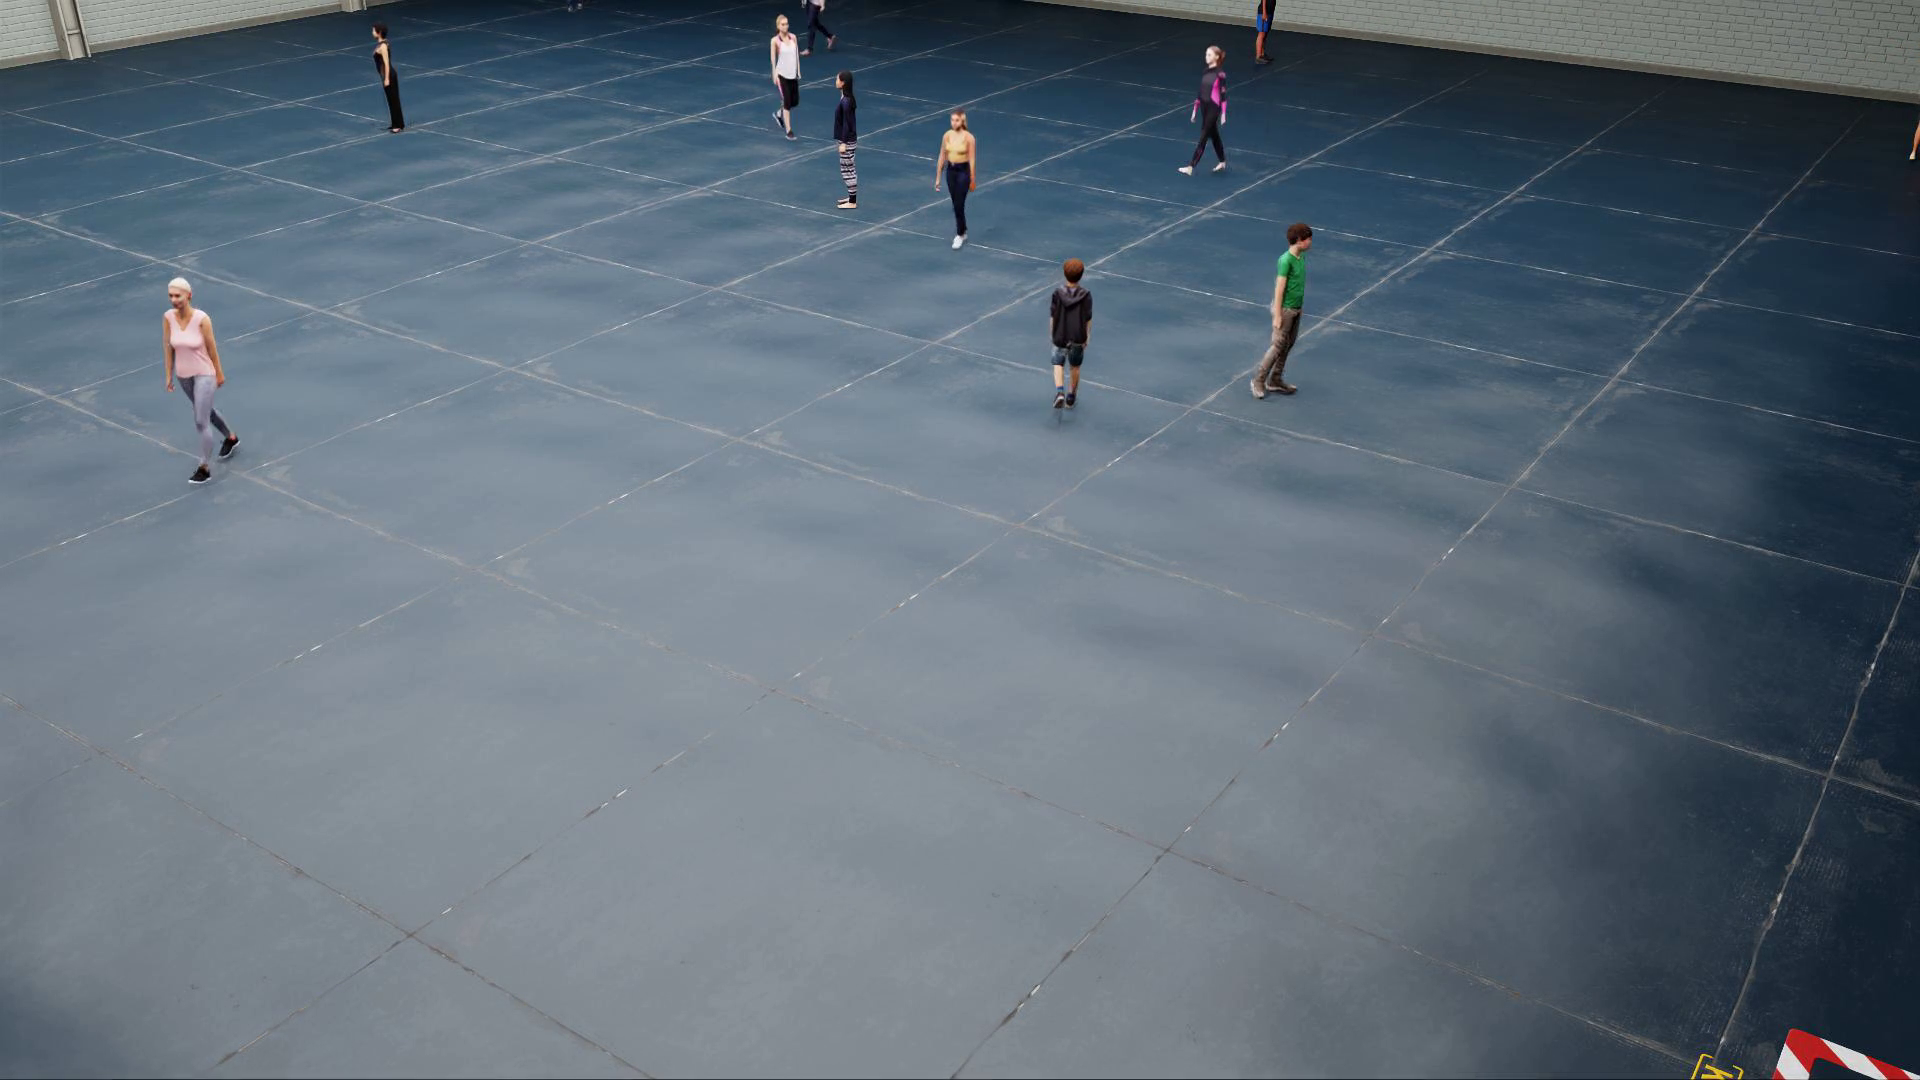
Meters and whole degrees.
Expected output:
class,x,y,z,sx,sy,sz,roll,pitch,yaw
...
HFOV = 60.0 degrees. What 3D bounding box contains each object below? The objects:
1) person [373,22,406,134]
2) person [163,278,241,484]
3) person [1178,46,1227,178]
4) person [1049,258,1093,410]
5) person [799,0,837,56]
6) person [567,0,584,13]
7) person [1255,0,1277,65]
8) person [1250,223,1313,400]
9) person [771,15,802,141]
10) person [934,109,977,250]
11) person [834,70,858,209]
class,x,y,z,sx,sy,sz,roll,pitch,yaw
person,-8.502,-6.893,24.771,0.699,1.603,0.659,-8,28,-15
person,-6.383,-1.394,14.004,0.877,1.682,1.191,5,28,9
person,3.458,-5.782,22.512,1.193,1.695,0.837,-18,32,-31
person,0.984,-1.843,15.145,0.718,1.435,0.823,3,27,5
person,-2.567,-9.697,29.976,1.206,1.821,0.869,-22,35,-36
person,-7.887,-11.568,33.950,0.946,1.511,1.136,0,27,1
person,5.388,-9.333,29.295,0.691,1.799,0.562,13,30,23
person,2.997,-2.148,15.516,0.757,1.640,0.552,23,35,37
person,-2.594,-6.788,24.386,0.847,1.767,0.801,-20,34,-34
person,0.017,-4.323,19.773,0.620,1.608,0.786,16,31,28
person,-1.433,-5.101,21.146,0.746,1.734,0.642,1,27,1
